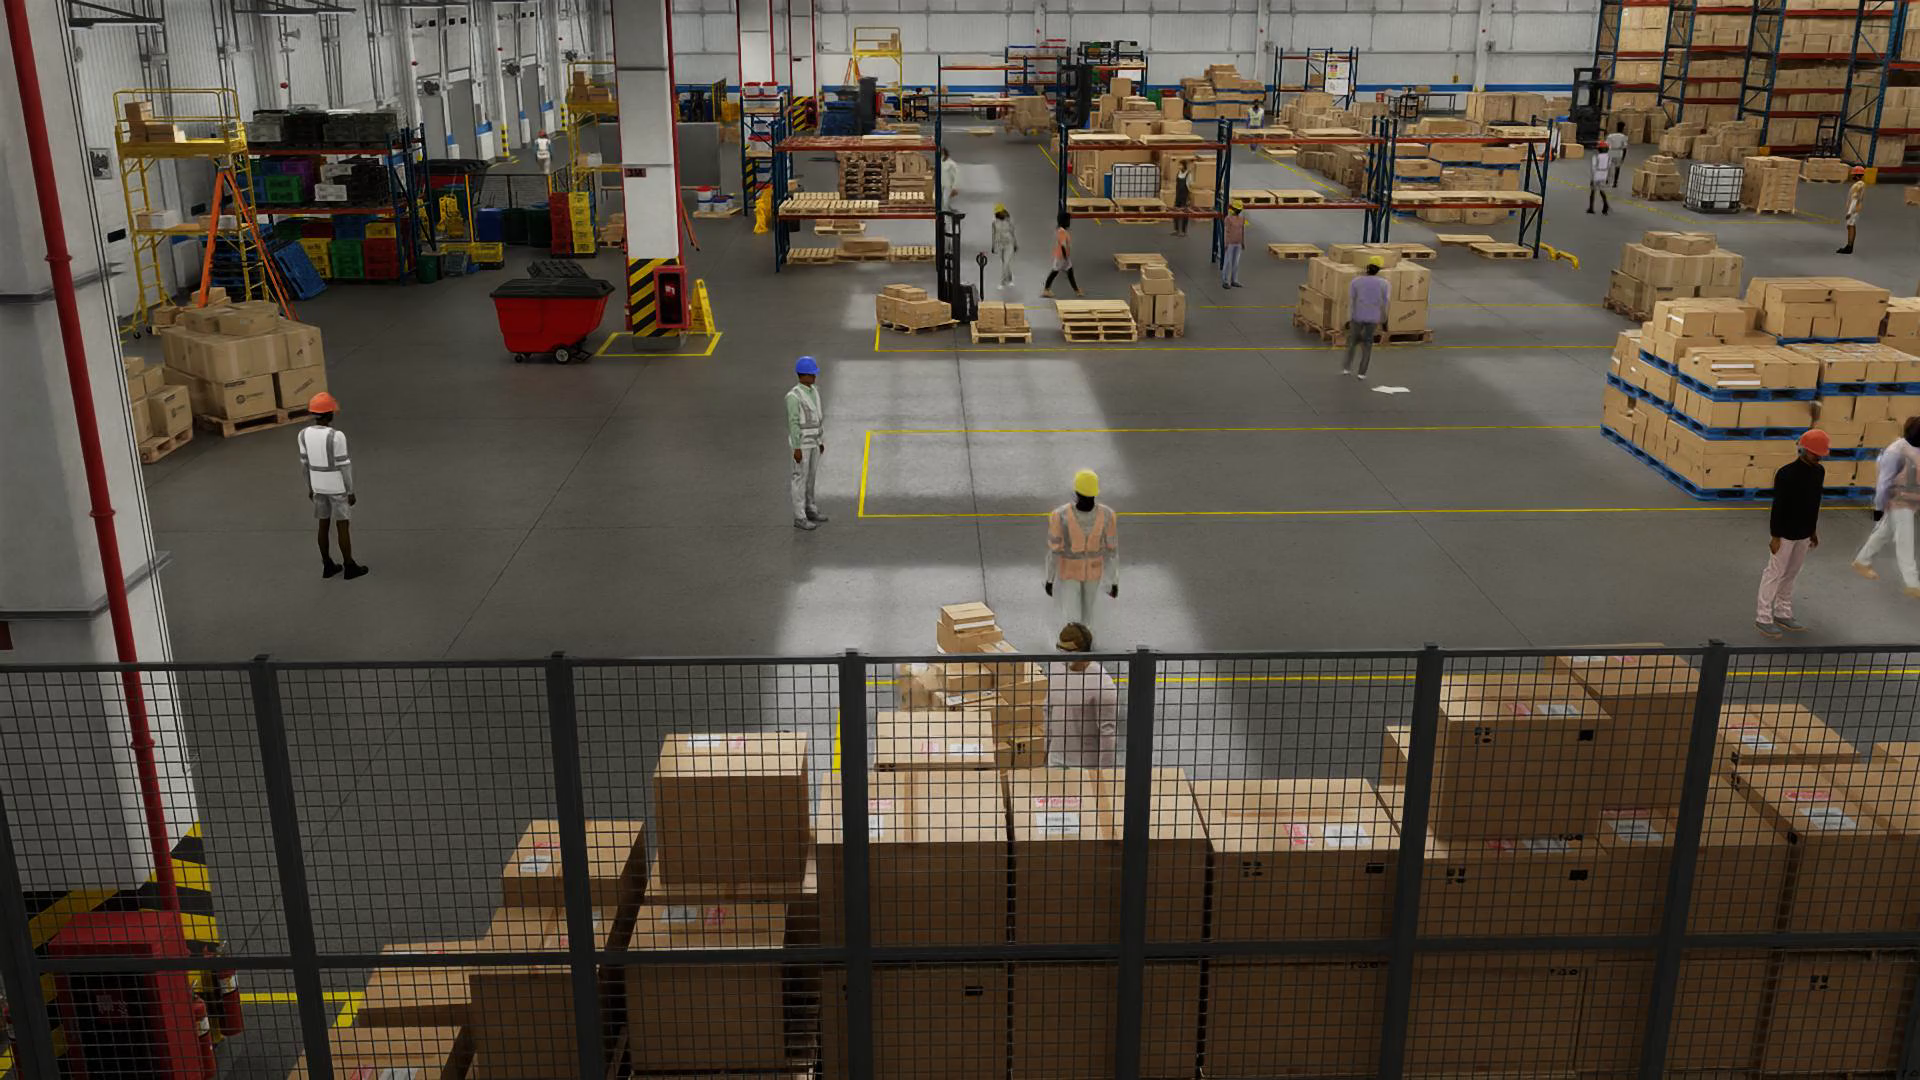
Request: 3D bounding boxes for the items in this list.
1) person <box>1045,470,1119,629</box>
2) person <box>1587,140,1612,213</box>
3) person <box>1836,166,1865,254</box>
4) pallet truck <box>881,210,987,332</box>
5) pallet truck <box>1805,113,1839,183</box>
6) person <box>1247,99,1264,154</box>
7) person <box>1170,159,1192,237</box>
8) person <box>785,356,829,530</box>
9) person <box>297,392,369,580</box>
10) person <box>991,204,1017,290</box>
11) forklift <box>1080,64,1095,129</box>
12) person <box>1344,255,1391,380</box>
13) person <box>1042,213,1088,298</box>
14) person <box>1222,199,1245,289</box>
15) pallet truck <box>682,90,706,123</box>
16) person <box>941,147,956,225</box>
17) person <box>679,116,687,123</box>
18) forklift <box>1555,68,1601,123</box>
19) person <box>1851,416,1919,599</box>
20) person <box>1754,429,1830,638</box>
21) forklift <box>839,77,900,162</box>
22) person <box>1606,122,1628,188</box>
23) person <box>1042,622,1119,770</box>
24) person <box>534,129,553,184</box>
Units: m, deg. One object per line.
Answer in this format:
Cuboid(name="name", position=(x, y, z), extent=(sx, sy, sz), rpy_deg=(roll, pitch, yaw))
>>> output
Cuboid(name="person", position=(1.090, 0.333, 14.378), extent=(0.622, 1.900, 0.751), rpy_deg=(-4, 19, -12))
Cuboid(name="person", position=(16.733, -9.478, 43.467), extent=(0.555, 1.922, 0.722), rpy_deg=(-2, 19, -6))
Cuboid(name="person", position=(19.991, -7.391, 37.249), extent=(0.355, 1.938, 0.545), rpy_deg=(14, 23, 36))
Cuboid(name="pallet truck", position=(-0.493, -4.759, 29.349), extent=(1.885, 1.965, 0.823), rpy_deg=(-13, 23, -34))
Cuboid(name="pallet truck", position=(26.403, -11.957, 50.702), extent=(0.823, 1.965, 1.885), rpy_deg=(6, 19, 16))
Cuboid(name="person", position=(10.376, -14.526, 58.463), extent=(0.628, 1.902, 0.460), rpy_deg=(-1, 19, -3))
Cuboid(name="person", position=(5.264, -8.137, 39.644), extent=(0.508, 1.829, 0.562), rpy_deg=(18, 25, 42))
Cuboid(name="person", position=(-1.712, -1.096, 18.557), extent=(0.384, 1.949, 0.605), rpy_deg=(7, 20, 21))
Cuboid(name="person", position=(-6.409, -0.548, 16.949), extent=(0.543, 1.939, 0.371), rpy_deg=(6, 19, 17))
Cuboid(name="person", position=(0.856, -5.816, 32.958), extent=(0.489, 1.678, 0.913), rpy_deg=(10, 21, 27))
Cuboid(name="forklift", position=(4.802, -16.587, 63.077), extent=(1.873, 2.768, 1.129), rpy_deg=(-1, 19, -2))
Cuboid(name="person", position=(6.265, -3.410, 25.525), extent=(0.629, 1.879, 0.540), rpy_deg=(4, 19, 10))
Cuboid(name="person", position=(2.000, -5.453, 31.945), extent=(0.896, 1.642, 0.540), rpy_deg=(4, 19, 13))
Cuboid(name="person", position=(5.459, -5.885, 33.060), extent=(0.524, 1.760, 0.326), rpy_deg=(-12, 22, -32))
Cuboid(name="pallet truck", position=(-9.671, -15.907, 62.421), extent=(0.823, 1.965, 1.885), rpy_deg=(5, 19, 15))
Cuboid(name="person", position=(-0.329, -8.898, 41.767), extent=(0.628, 1.914, 0.731), rpy_deg=(12, 22, 33))
Cuboid(name="person", position=(-8.414, -12.006, 50.938), extent=(0.360, 1.938, 0.635), rpy_deg=(-5, 19, -15))
Cuboid(name="forklift", position=(22.749, -15.805, 60.757), extent=(1.129, 2.768, 1.873), rpy_deg=(-5, 19, -14))
Cuboid(name="person", position=(9.463, -0.377, 16.669), extent=(0.630, 1.803, 0.959), rpy_deg=(-11, 21, -29))
Cuboid(name="person", position=(7.770, -0.073, 15.467), extent=(0.611, 1.985, 0.394), rpy_deg=(-9, 21, -26))
Cuboid(name="forklift", position=(-2.996, -13.906, 55.124), extent=(1.873, 2.768, 1.129), rpy_deg=(4, 19, 11))
Cuboid(name="person", position=(19.216, -11.280, 48.776), extent=(0.611, 1.944, 0.795), rpy_deg=(10, 21, 27))
Cuboid(name="person", position=(0.769, 1.446, 11.034), extent=(0.356, 1.937, 0.638), rpy_deg=(-14, 23, -35))
Cuboid(name="person", position=(-12.459, -11.443, 49.763), extent=(0.526, 1.625, 0.552), rpy_deg=(-3, 19, -9))
